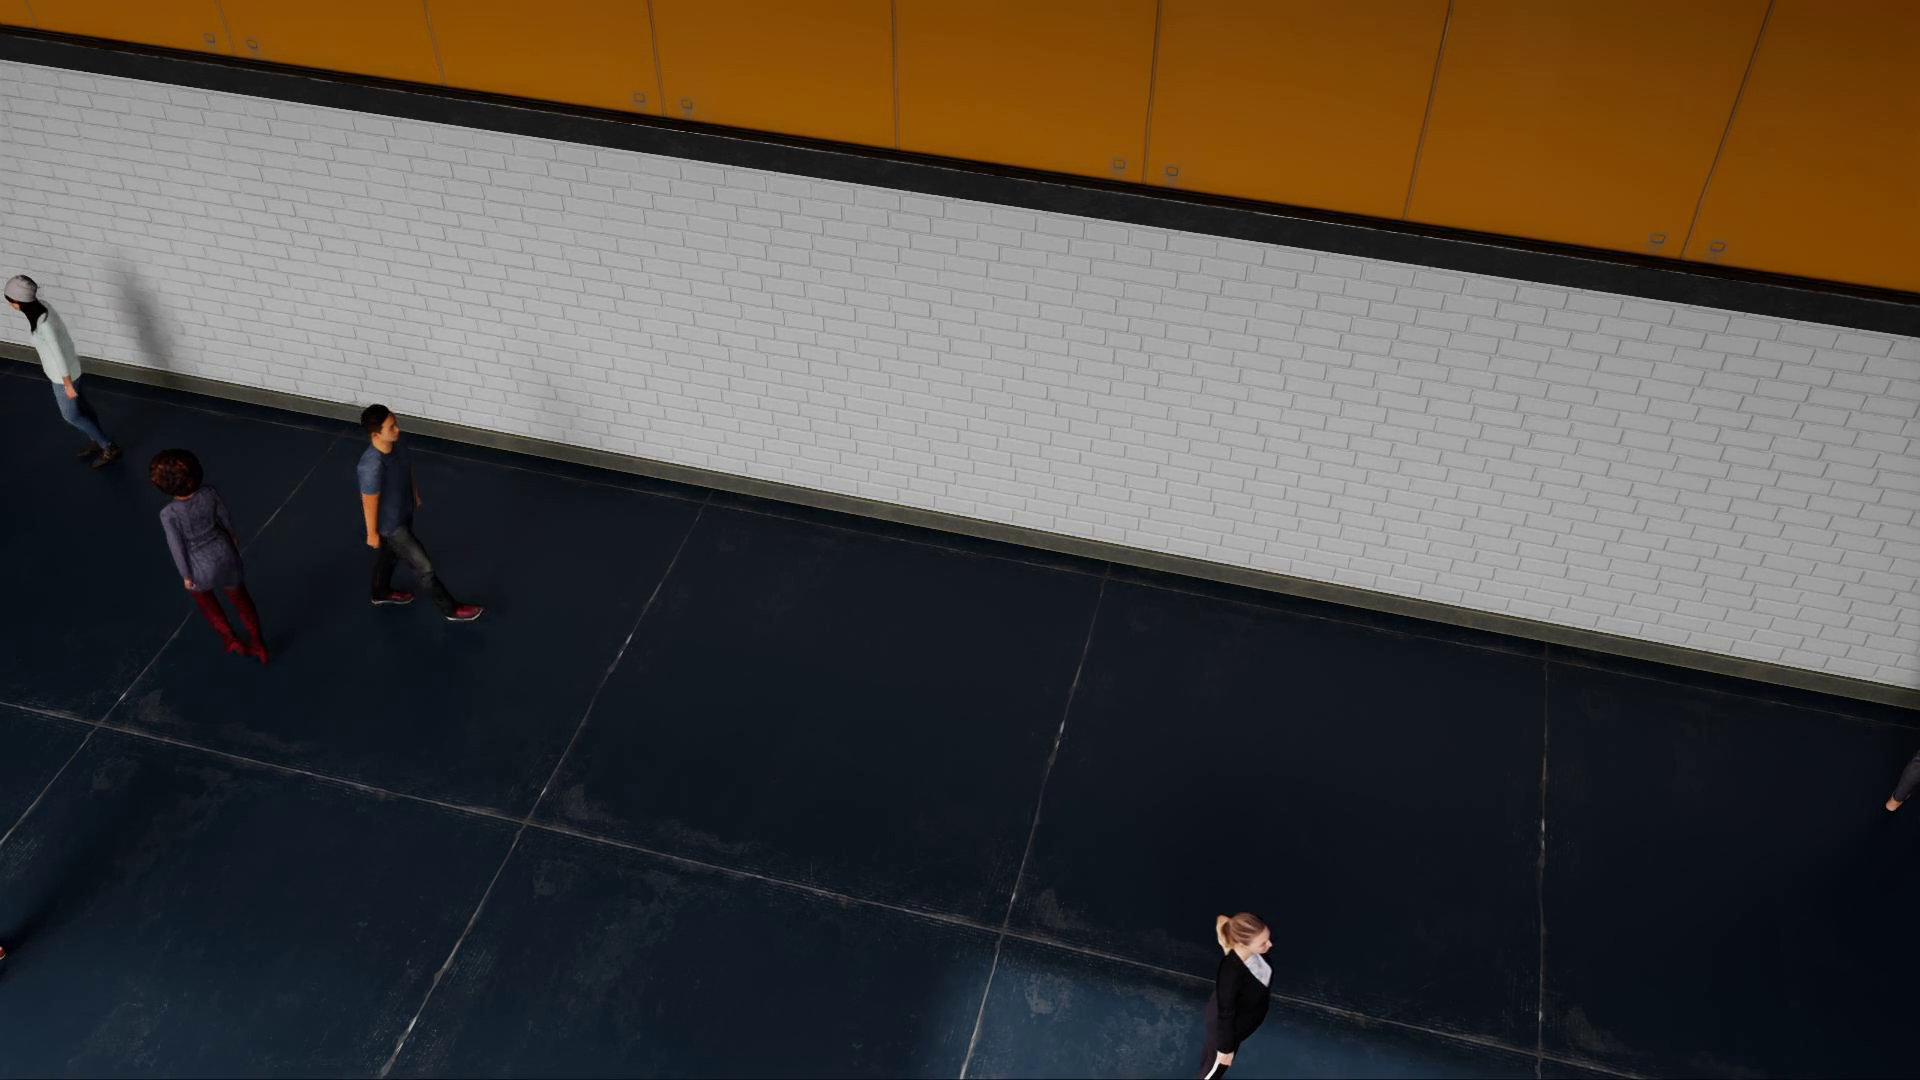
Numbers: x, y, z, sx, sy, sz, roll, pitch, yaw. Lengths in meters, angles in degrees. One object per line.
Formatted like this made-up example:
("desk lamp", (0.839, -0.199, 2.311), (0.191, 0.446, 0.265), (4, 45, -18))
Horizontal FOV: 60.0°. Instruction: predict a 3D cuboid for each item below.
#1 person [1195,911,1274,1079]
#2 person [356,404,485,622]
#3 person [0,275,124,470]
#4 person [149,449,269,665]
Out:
("person", (1.331, 2.363, 8.235), (0.684, 1.707, 0.509), (15, 46, 15))
("person", (-3.775, -0.151, 10.836), (0.851, 1.760, 1.060), (4, 44, 4))
("person", (-6.483, -1.250, 12.069), (0.745, 1.650, 0.683), (-23, 48, -22))
("person", (-4.690, 0.174, 10.539), (0.786, 1.699, 0.692), (30, 51, 27))
